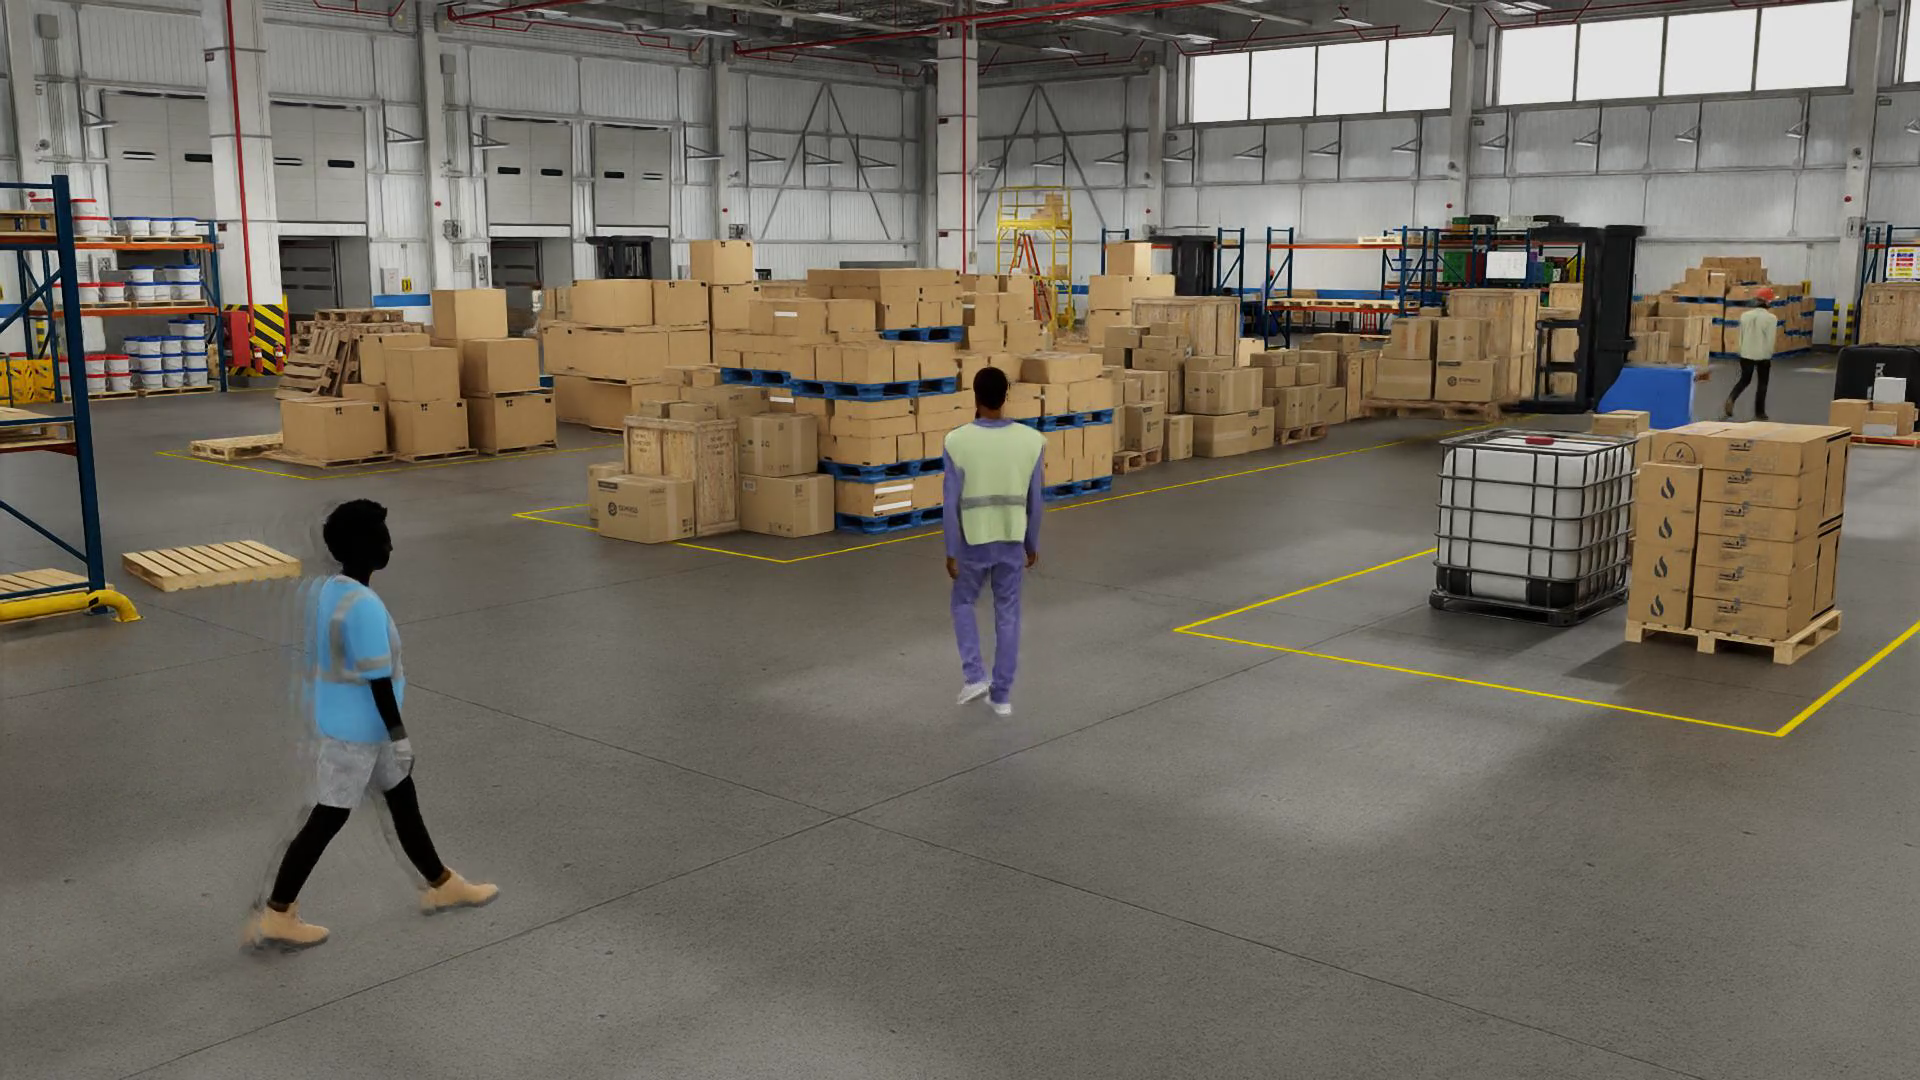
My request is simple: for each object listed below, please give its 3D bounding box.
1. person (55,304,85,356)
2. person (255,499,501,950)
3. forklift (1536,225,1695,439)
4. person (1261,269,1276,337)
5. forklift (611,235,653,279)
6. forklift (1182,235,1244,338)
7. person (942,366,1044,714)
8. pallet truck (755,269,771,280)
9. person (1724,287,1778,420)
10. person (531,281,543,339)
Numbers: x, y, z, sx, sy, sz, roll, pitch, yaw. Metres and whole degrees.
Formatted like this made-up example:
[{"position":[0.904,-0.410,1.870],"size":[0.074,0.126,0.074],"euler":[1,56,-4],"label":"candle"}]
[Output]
[{"position":[-17.520,-4.052,32.816],"size":[0.504,1.691,0.880],"euler":[3,11,19],"label":"person"},{"position":[-2.196,0.669,6.102],"size":[0.897,1.651,0.537],"euler":[-5,11,-27],"label":"person"},{"position":[8.226,-2.540,20.853],"size":[1.873,2.768,1.129],"euler":[5,11,26],"label":"forklift"},{"position":[8.916,-6.845,48.043],"size":[0.361,1.939,0.543],"euler":[-5,11,-27],"label":"person"},{"position":[-7.324,-5.453,37.442],"size":[1.873,2.768,1.129],"euler":[8,13,40],"label":"forklift"},{"position":[5.355,-5.431,37.313],"size":[1.873,2.768,1.129],"euler":[8,13,40],"label":"forklift"},{"position":[0.174,0.009,9.121],"size":[0.585,1.904,0.455],"euler":[-2,10,-13],"label":"person"},{"position":[-4.996,-6.432,45.525],"size":[1.885,1.965,0.823],"euler":[-6,12,-32],"label":"pallet truck"},{"position":[11.723,-2.740,24.583],"size":[0.720,1.971,0.621],"euler":[-6,12,-31],"label":"person"},{"position":[-11.610,-6.318,45.911],"size":[0.548,1.625,0.371],"euler":[6,12,31],"label":"person"}]
